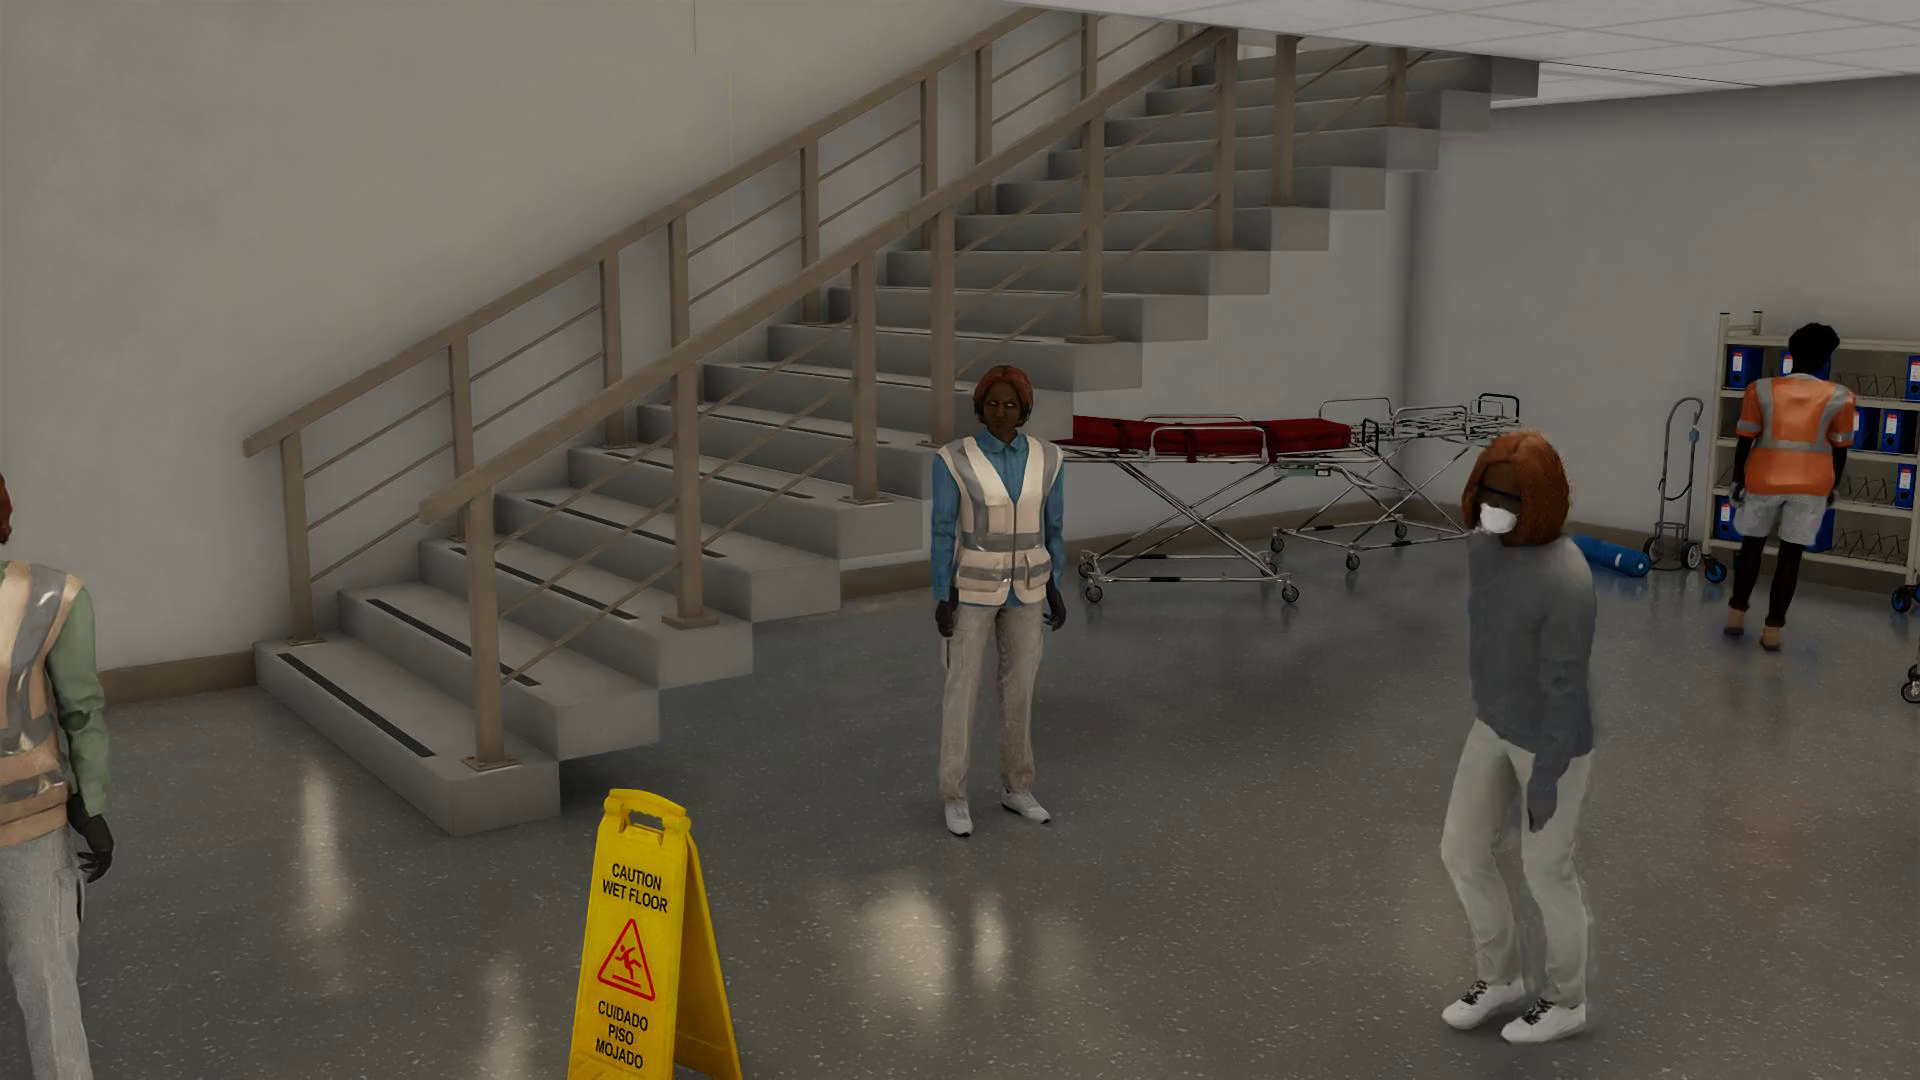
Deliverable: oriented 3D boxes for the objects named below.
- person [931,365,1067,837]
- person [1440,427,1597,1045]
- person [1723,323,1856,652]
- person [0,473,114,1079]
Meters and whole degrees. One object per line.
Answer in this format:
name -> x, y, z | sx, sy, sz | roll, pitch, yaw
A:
person -> 0.136, 0.206, 5.822 | 0.514, 1.636, 0.315 | -4, 11, -23
person -> 1.426, 0.513, 4.131 | 0.478, 1.592, 0.519 | -3, 10, -18
person -> 4.234, -0.271, 8.500 | 0.554, 1.664, 0.562 | 5, 11, 26
person -> -2.054, 0.612, 3.482 | 0.514, 1.636, 0.314 | -4, 11, -22
